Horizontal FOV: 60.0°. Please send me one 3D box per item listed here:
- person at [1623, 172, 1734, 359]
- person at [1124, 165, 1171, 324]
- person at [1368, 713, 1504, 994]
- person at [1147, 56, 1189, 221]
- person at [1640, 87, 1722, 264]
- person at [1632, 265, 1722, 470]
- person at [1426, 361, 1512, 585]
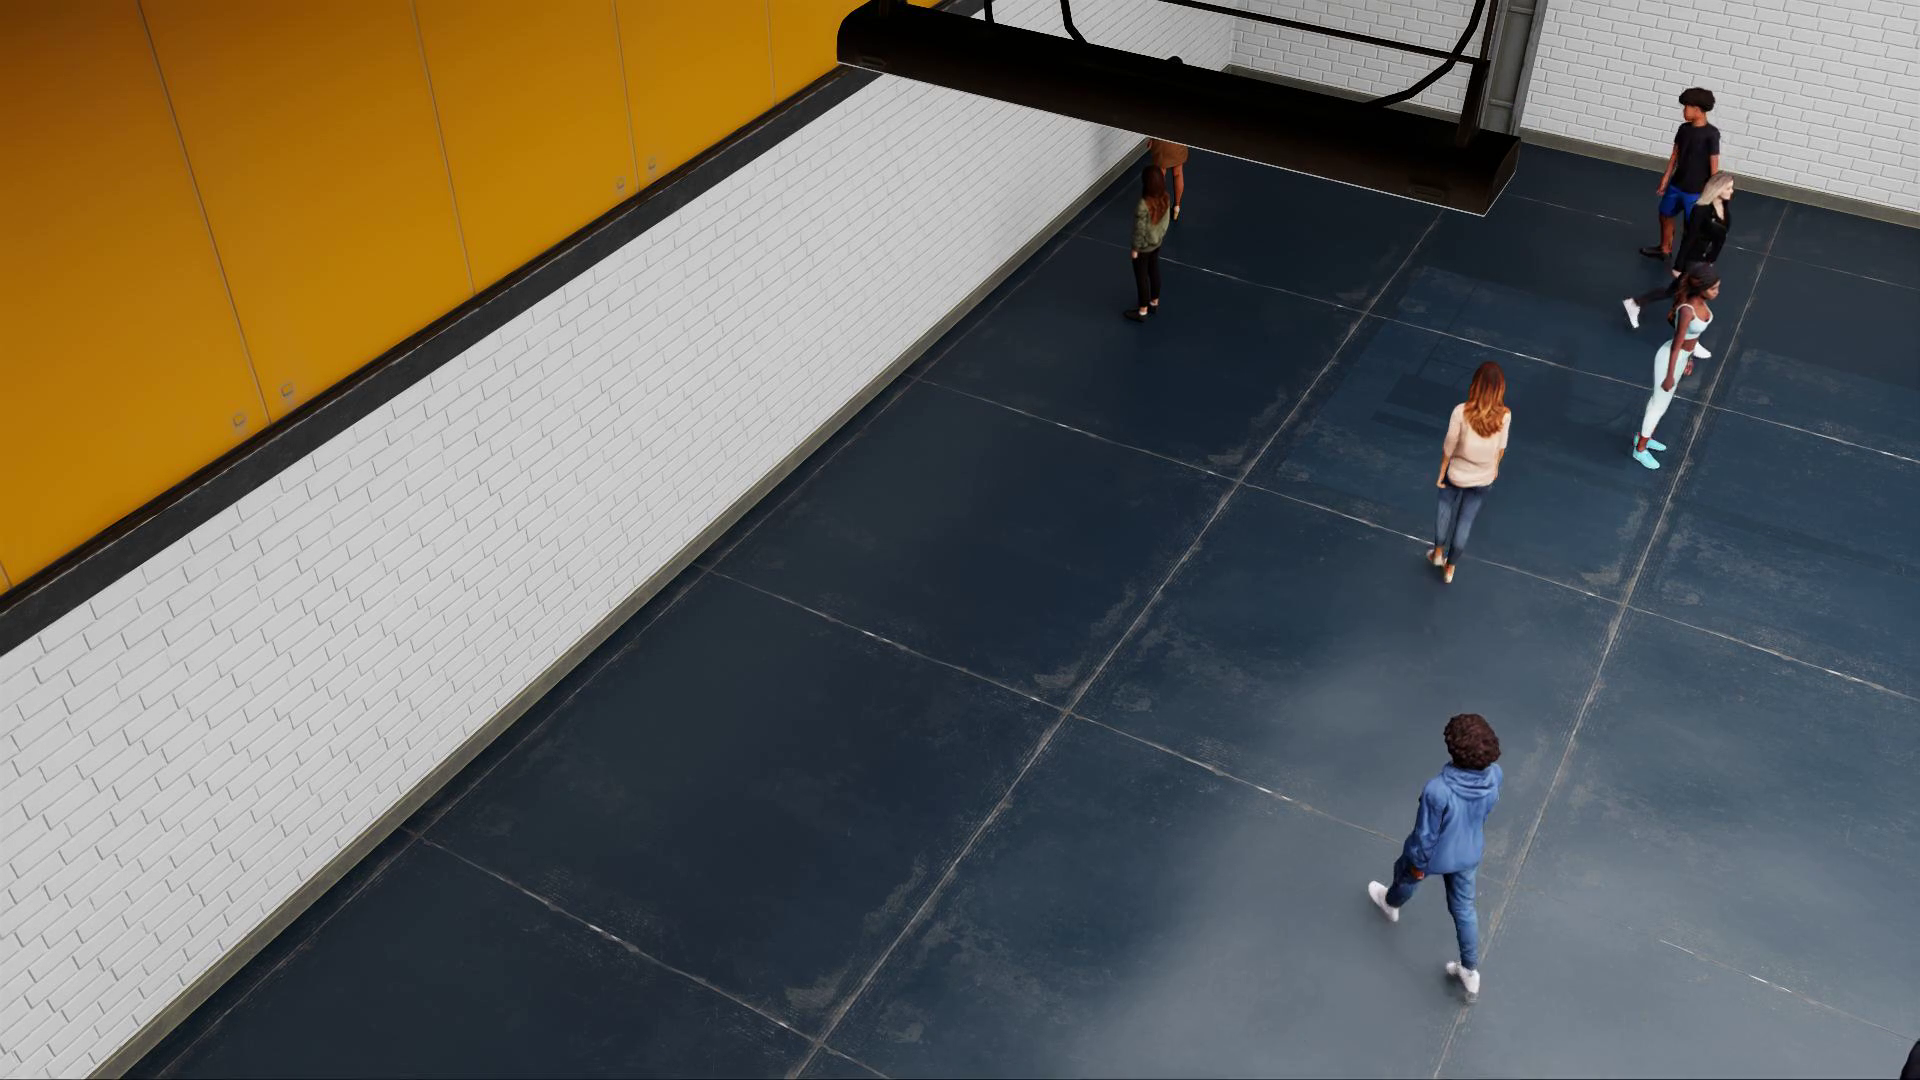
[{"bbox_3d":[6.242,-2.412,14.347,0.833,1.649,1.182,-31,48,-33],"label":"person"},{"bbox_3d":[1.670,-2.642,14.773,0.546,1.476,0.618,28,46,30],"label":"person"},{"bbox_3d":[2.707,1.724,9.064,1.147,1.778,1.247,-12,40,-14],"label":"person"},{"bbox_3d":[2.037,-3.887,16.160,0.643,1.690,0.684,-14,41,-17],"label":"person"},{"bbox_3d":[6.790,-3.264,15.320,0.929,1.766,0.728,-31,48,-33],"label":"person"},{"bbox_3d":[5.578,-1.397,13.015,0.578,1.724,0.594,25,45,28],"label":"person"},{"bbox_3d":[3.598,-0.403,11.728,0.640,1.777,0.736,8,39,9],"label":"person"}]
